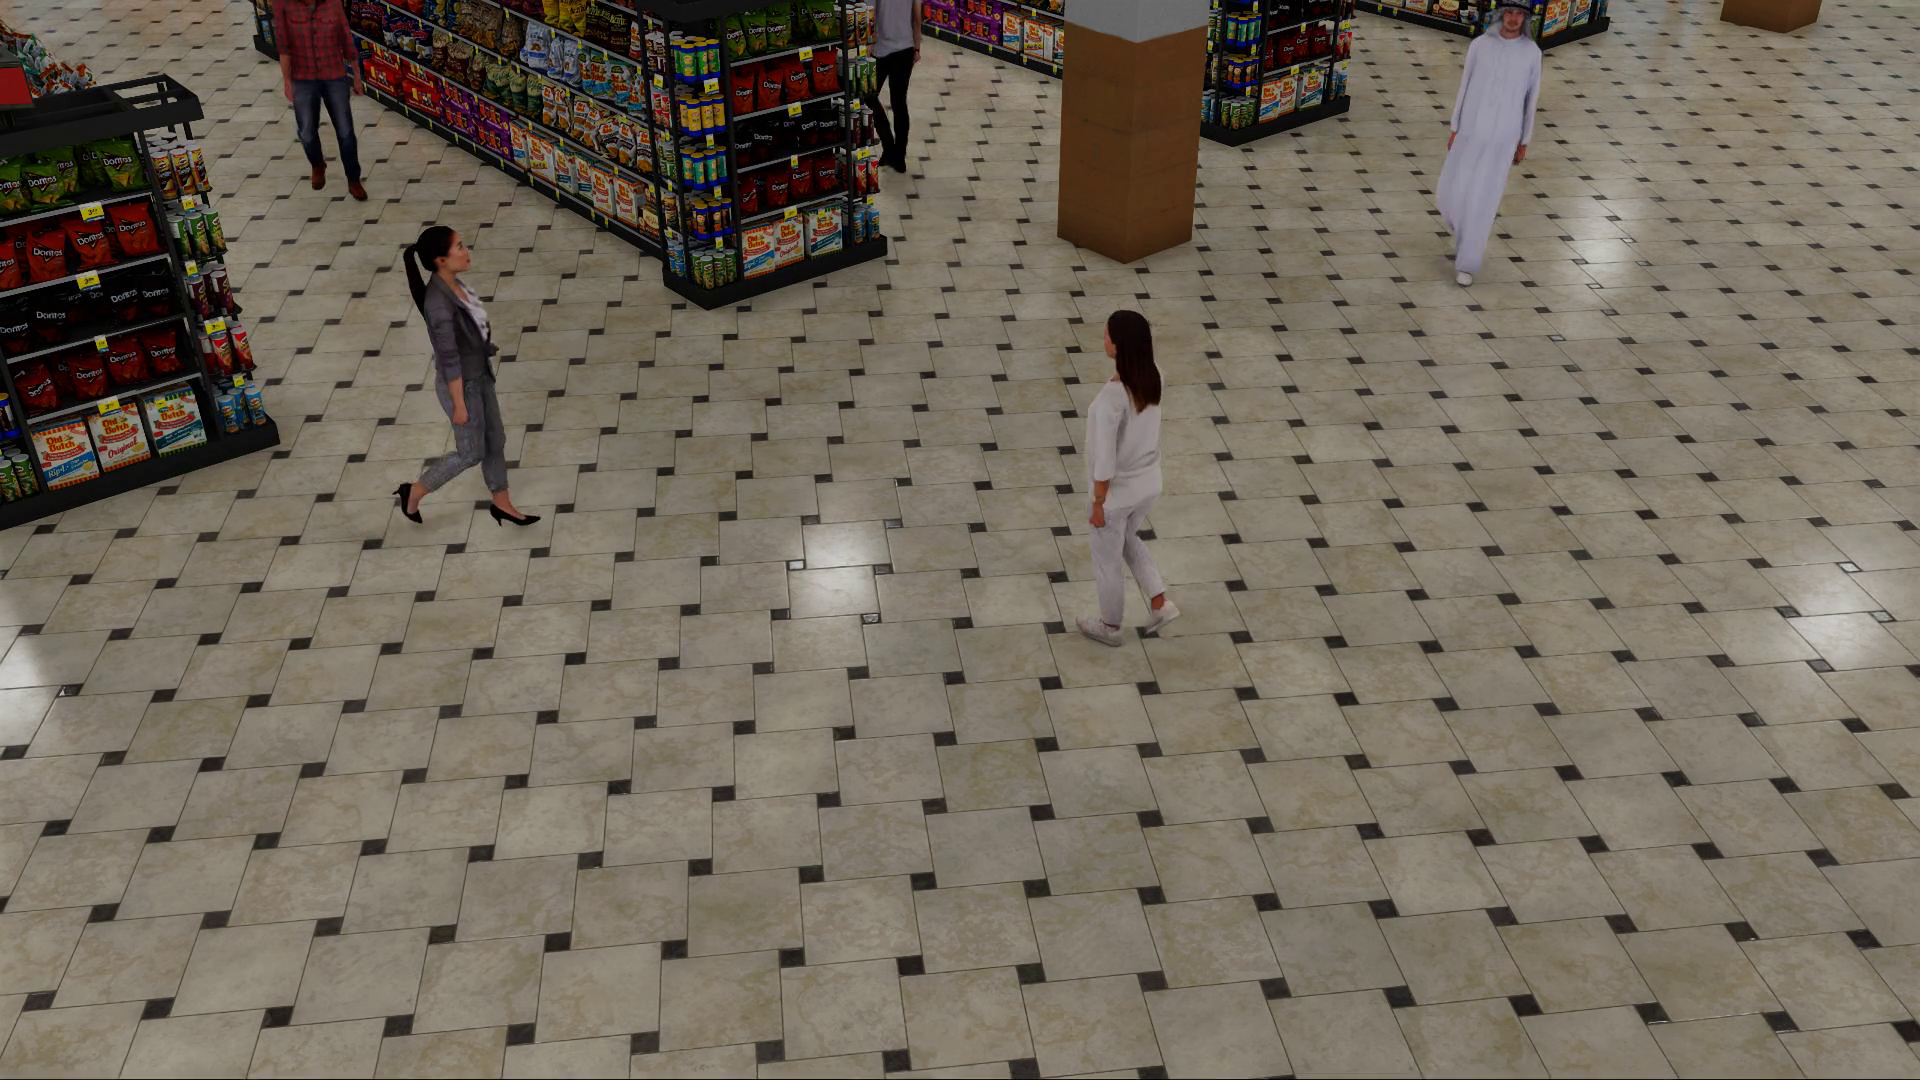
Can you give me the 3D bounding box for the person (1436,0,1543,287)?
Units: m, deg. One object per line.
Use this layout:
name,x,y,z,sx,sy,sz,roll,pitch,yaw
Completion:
person,3.554,-2.723,11.186,1.045,1.912,1.015,13,34,20

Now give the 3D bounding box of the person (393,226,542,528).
person,-2.531,-0.743,8.240,0.949,1.661,0.978,-6,32,-9

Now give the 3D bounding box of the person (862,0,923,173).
person,-0.498,-3.739,12.868,0.743,1.859,0.711,-17,36,-25

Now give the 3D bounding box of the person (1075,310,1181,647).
person,0.791,-0.221,7.385,0.798,1.678,0.691,23,39,33

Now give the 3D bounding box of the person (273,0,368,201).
person,-4.828,-3.498,12.517,0.829,1.820,0.862,-15,35,-23
